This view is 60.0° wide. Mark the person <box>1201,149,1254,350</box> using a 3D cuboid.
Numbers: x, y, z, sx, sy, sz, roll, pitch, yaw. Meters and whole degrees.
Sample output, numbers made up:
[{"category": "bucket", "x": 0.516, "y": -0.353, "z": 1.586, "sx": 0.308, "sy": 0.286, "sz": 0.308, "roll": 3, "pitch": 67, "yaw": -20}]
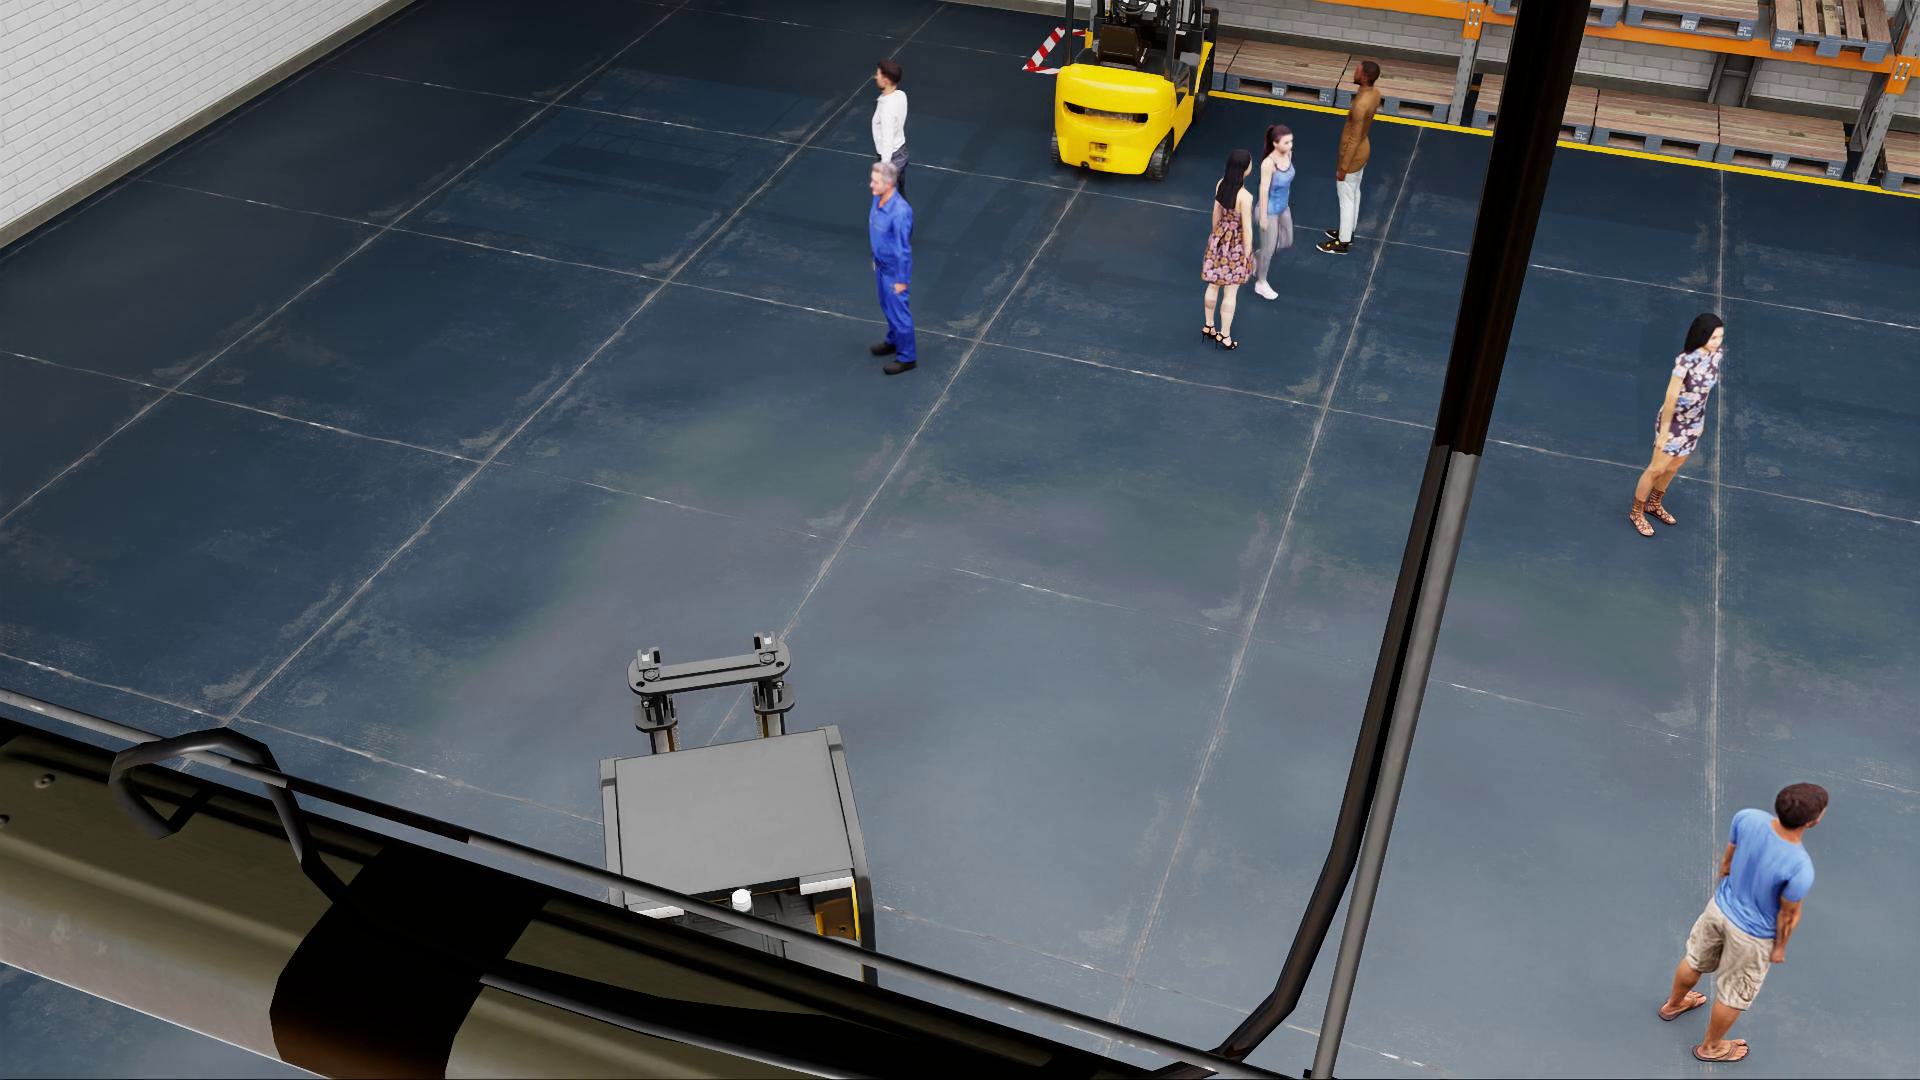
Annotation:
[{"category": "person", "x": 2.230, "y": -2.402, "z": 13.758, "sx": 0.863, "sy": 1.773, "sz": 0.790, "roll": -23, "pitch": 44, "yaw": -26}]

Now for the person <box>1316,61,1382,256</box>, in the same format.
[{"category": "person", "x": 3.571, "y": -3.470, "z": 15.062, "sx": 0.573, "sy": 1.817, "sz": 0.647, "roll": 17, "pitch": 42, "yaw": 20}]

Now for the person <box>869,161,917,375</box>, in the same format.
[{"category": "person", "x": -0.539, "y": -2.234, "z": 13.509, "sx": 0.827, "sy": 1.823, "sz": 0.783, "roll": -14, "pitch": 41, "yaw": -17}]

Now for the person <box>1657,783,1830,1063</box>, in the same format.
[{"category": "person", "x": 3.929, "y": 1.887, "z": 8.316, "sx": 0.769, "sy": 1.864, "sz": 0.726, "roll": -13, "pitch": 40, "yaw": -16}]

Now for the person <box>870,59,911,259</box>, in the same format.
[{"category": "person", "x": -0.603, "y": -3.418, "z": 14.955, "sx": 0.598, "sy": 1.868, "sz": 0.626, "roll": 10, "pitch": 40, "yaw": 12}]

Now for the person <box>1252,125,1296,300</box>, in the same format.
[{"category": "person", "x": 2.677, "y": -2.887, "z": 14.505, "sx": 0.791, "sy": 1.600, "sz": 0.713, "roll": 29, "pitch": 47, "yaw": 31}]

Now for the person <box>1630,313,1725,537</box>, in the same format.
[{"category": "person", "x": 5.119, "y": -0.832, "z": 11.825, "sx": 0.678, "sy": 1.733, "sz": 0.715, "roll": -20, "pitch": 43, "yaw": -24}]
